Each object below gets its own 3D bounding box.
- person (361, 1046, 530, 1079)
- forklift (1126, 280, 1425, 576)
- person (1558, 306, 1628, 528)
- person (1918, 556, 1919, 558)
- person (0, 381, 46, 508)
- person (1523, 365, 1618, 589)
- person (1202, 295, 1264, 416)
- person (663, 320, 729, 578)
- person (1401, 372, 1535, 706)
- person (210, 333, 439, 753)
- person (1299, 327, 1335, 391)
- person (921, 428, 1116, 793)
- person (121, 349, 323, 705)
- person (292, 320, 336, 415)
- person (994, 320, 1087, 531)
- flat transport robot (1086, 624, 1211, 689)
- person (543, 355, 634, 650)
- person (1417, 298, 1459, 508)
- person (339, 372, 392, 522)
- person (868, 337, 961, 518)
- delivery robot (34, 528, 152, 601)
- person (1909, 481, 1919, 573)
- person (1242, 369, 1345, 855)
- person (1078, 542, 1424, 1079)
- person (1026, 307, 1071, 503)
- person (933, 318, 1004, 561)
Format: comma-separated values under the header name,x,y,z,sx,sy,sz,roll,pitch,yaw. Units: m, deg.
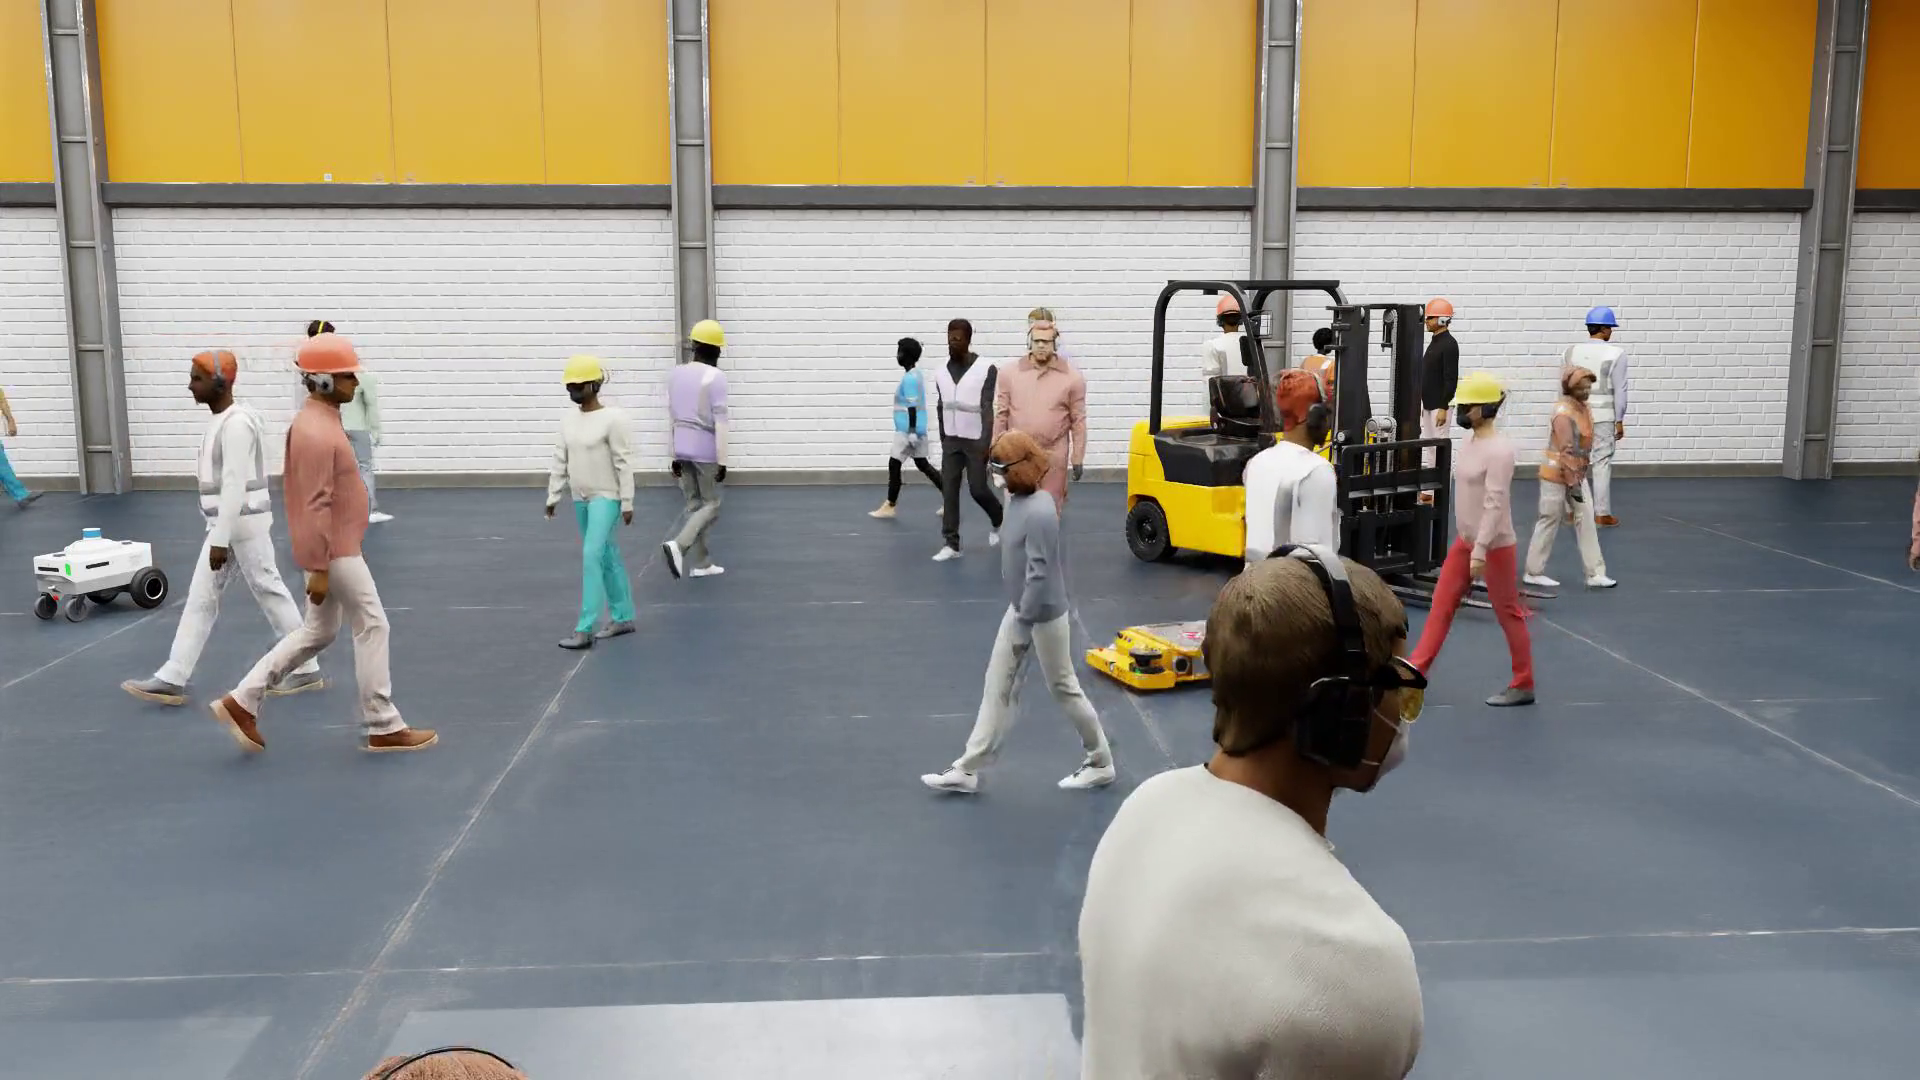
name,x,y,z,sx,sy,sz,roll,pitch,yaw
person,-0.381,1.203,1.440,0.579,1.581,0.828,-4,10,-23
forklift,2.301,-0.860,12.475,1.214,2.155,2.313,-6,11,-35
person,5.559,-1.076,14.619,0.402,1.944,0.605,-8,12,-43
person,7.520,-0.738,12.536,0.544,1.926,0.543,-7,11,-36
person,-8.977,-1.134,15.449,0.582,1.795,0.930,6,11,35
person,4.289,-0.421,11.592,0.567,1.593,0.720,-8,12,-43
person,2.379,-1.140,14.720,0.609,2.040,0.394,-4,10,-22
person,-1.927,-0.632,11.989,0.606,1.903,0.639,6,11,35
person,2.568,0.014,8.445,0.892,1.714,0.549,-1,9,-9
person,-2.950,0.036,7.593,0.911,1.963,0.610,-4,10,-25
person,3.632,-1.303,16.835,0.320,1.692,0.534,-5,10,-29
person,0.288,0.310,7.032,0.859,1.579,0.544,-3,9,-16
person,-3.795,-0.055,8.555,0.972,1.828,0.603,-6,11,-35
person,-5.961,-1.113,15.293,0.560,1.817,0.840,3,9,18
person,0.569,-0.617,11.889,0.683,1.890,0.435,1,9,8
flat transport robot,1.487,0.607,9.283,1.431,0.197,0.652,-3,10,-21
person,-2.256,-0.223,9.908,0.527,1.734,0.799,6,11,35
person,4.528,-1.291,15.810,0.375,1.995,0.610,0,9,-2
person,-5.423,-0.953,14.889,0.619,1.618,0.269,-1,9,-9
person,-0.396,-1.016,15.116,0.819,1.669,0.532,1,9,6
delivery robot,-5.666,0.164,10.884,0.477,0.478,0.707,3,10,21
person,4.944,0.053,8.103,0.550,1.748,0.408,5,10,30
person,1.239,0.302,6.200,0.424,1.868,0.607,-3,9,-16
person,0.337,0.957,1.917,0.675,1.915,0.673,-3,9,-16
person,0.738,-1.180,15.318,0.431,1.924,0.634,-1,9,-7
person,0.090,-0.799,13.047,0.578,1.896,0.739,6,11,32
